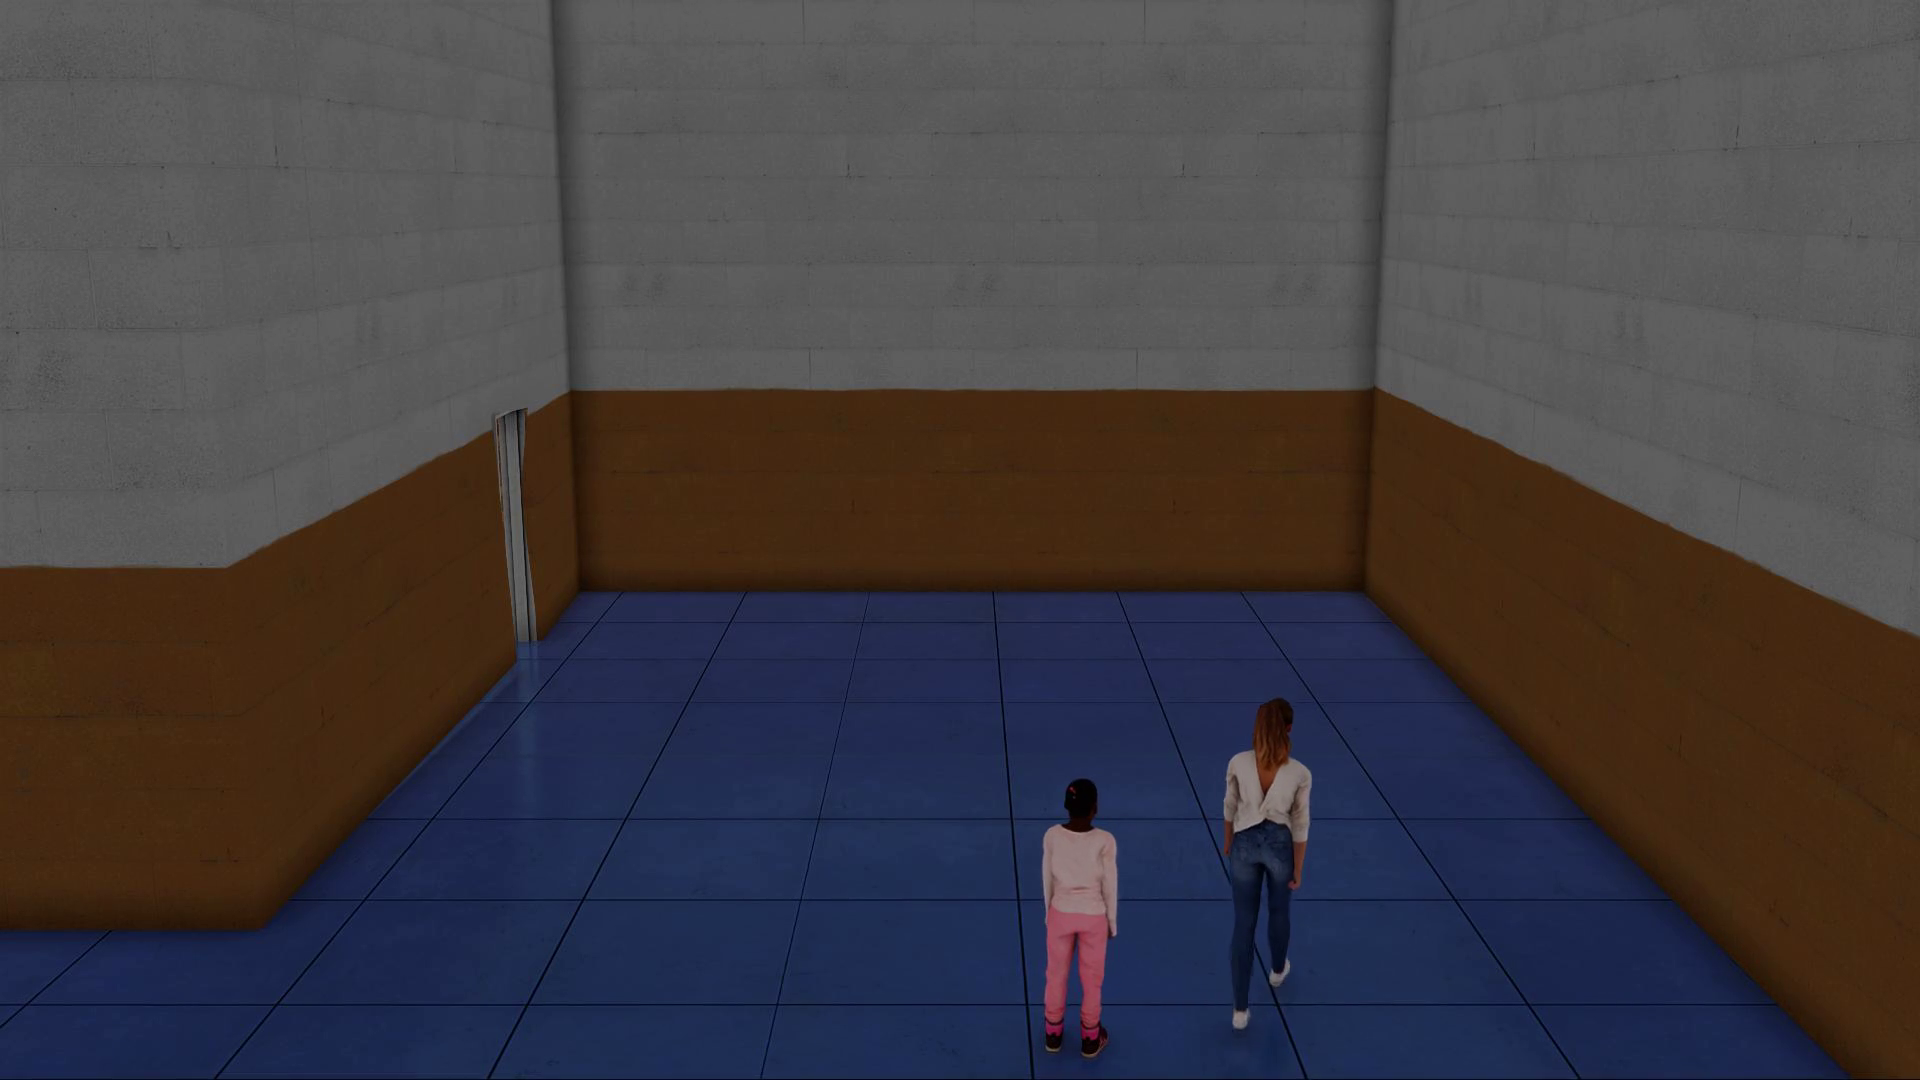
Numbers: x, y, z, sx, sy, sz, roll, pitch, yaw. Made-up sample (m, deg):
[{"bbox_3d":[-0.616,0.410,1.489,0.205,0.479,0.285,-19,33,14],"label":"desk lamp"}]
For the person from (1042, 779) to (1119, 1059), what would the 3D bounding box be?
[{"bbox_3d":[0.594,1.857,8.266,0.507,1.446,0.642,3,12,14],"label":"person"}]

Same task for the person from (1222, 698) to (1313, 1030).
[{"bbox_3d":[1.536,1.679,8.538,1.128,1.682,0.906,4,12,18],"label":"person"}]
